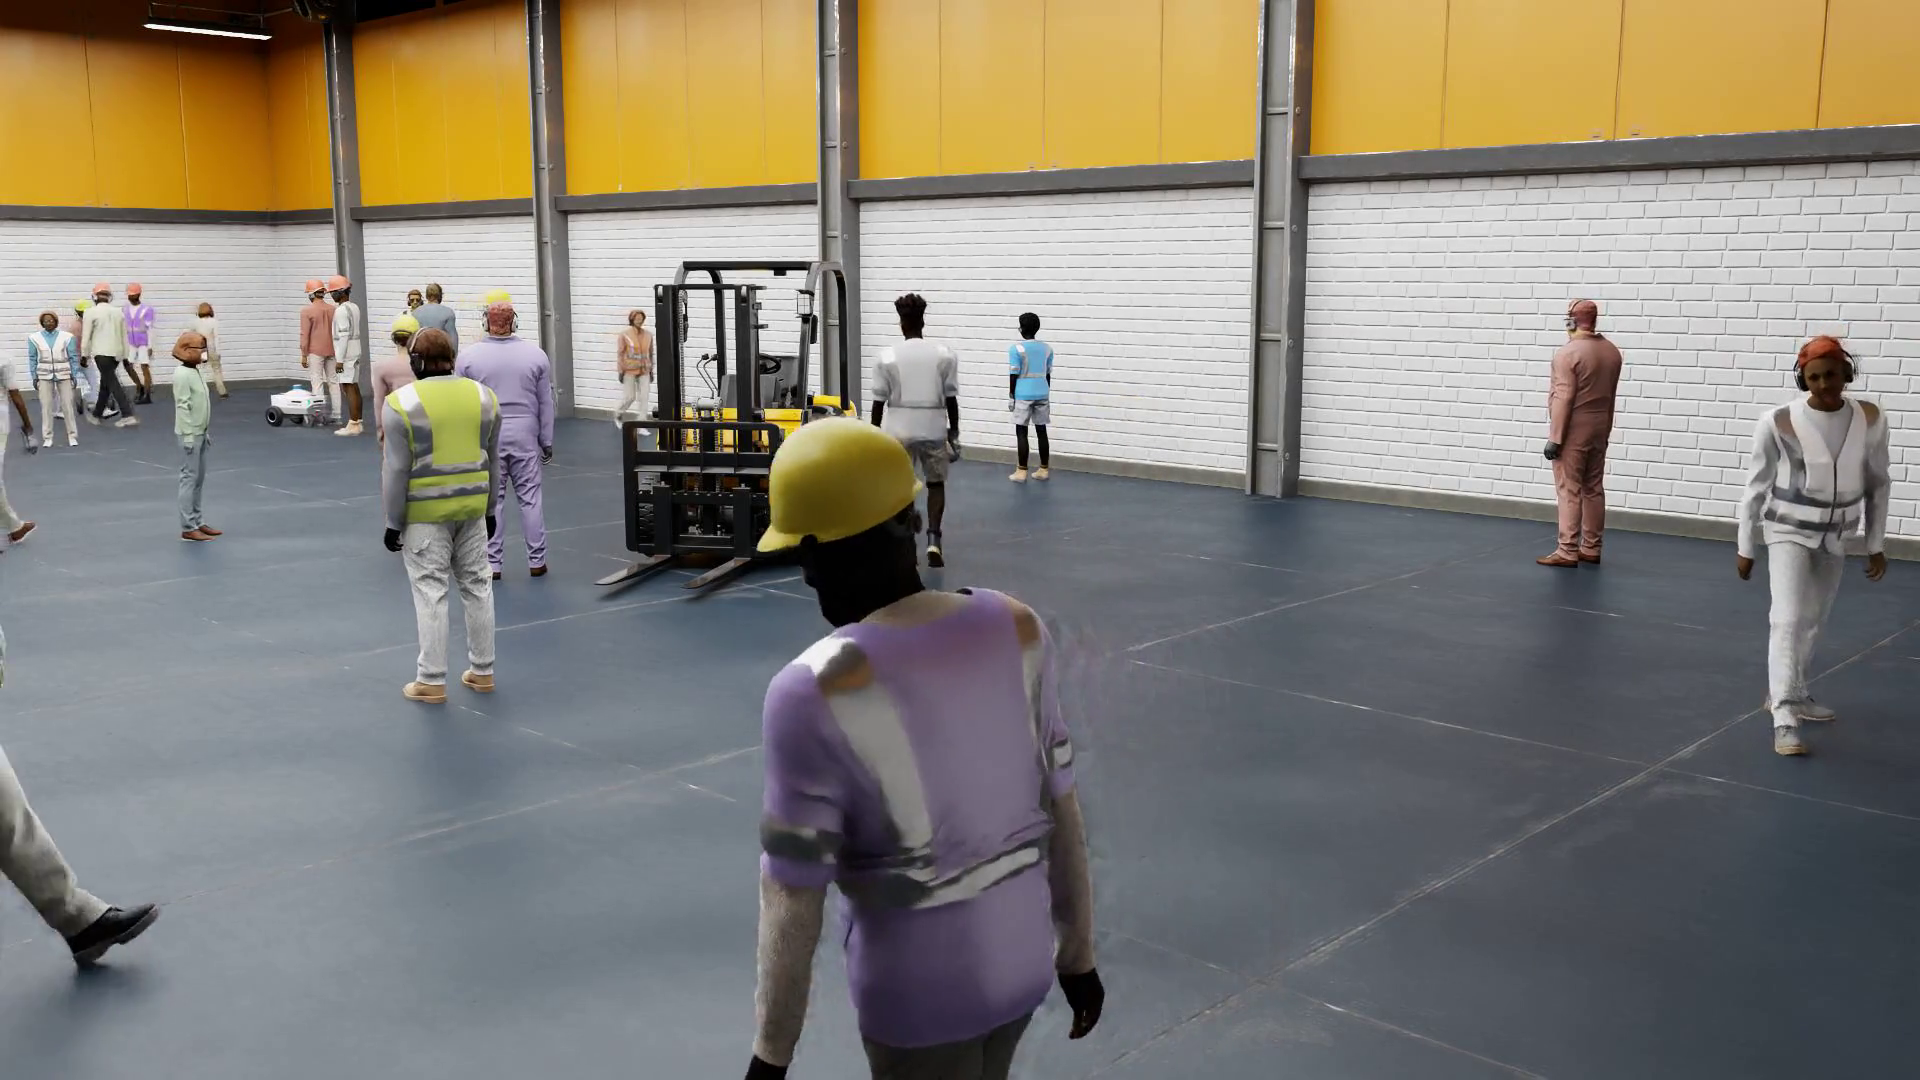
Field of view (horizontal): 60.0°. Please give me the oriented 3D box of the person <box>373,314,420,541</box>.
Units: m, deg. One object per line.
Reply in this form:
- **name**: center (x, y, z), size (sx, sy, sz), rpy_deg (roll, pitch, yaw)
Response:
- **person**: center (-4.292, -0.875, 13.016), size (0.532, 1.767, 0.327), rpy_deg (-1, 9, -5)

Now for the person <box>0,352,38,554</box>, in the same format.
- **person**: center (-7.220, -0.814, 12.478), size (0.562, 1.819, 0.963), rpy_deg (1, 9, 5)

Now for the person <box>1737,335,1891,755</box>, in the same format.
- **person**: center (3.821, 0.004, 7.499), size (0.619, 1.838, 0.816), rpy_deg (0, 9, -3)

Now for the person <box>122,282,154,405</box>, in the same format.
- **person**: center (-12.851, -3.068, 25.990), size (0.565, 1.919, 0.431), rpy_deg (2, 9, 10)

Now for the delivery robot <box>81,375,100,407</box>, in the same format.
- **delivery robot**: center (-12.769, -2.203, 24.573), size (0.477, 0.478, 0.707), rpy_deg (-4, 10, -23)

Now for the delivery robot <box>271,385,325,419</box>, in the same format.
- **delivery robot**: center (-8.915, -1.849, 22.407), size (0.707, 0.478, 0.477), rpy_deg (4, 10, 22)

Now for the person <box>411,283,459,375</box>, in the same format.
- **person**: center (-6.808, -2.368, 21.640), size (0.627, 1.941, 0.373), rpy_deg (2, 9, 12)

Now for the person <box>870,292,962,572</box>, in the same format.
- **person**: center (-0.309, -0.731, 11.536), size (0.641, 1.954, 0.397), rpy_deg (-1, 9, -7)

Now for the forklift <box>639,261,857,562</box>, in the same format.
- **forklift**: center (-1.552, -1.040, 12.721), size (1.214, 2.155, 2.313), rpy_deg (2, 9, 11)

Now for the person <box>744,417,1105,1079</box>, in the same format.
- **person**: center (-0.050, 0.734, 2.802), size (0.562, 1.878, 0.630), rpy_deg (9, 13, 43)

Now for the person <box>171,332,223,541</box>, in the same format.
- **person**: center (-5.994, -0.811, 13.032), size (0.268, 1.631, 0.507), rpy_deg (-2, 9, -9)

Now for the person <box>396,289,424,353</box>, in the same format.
- **person**: center (-7.309, -2.446, 22.404), size (0.506, 1.847, 0.343), rpy_deg (-4, 10, -25)

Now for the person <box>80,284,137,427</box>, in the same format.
- **person**: center (-11.490, -2.487, 22.445), size (1.036, 1.922, 0.599), rpy_deg (3, 10, 20)

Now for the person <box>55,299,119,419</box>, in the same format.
- **person**: center (-12.359, -2.531, 23.387), size (0.947, 1.688, 0.520), rpy_deg (1, 9, 7)

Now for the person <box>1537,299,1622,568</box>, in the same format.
- **person**: center (4.392, -0.755, 11.862), size (0.651, 1.903, 0.403), rpy_deg (-6, 11, -33)

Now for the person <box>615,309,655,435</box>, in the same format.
- **person**: center (-4.184, -2.147, 21.279), size (0.520, 1.619, 0.561), rpy_deg (-8, 12, -40)

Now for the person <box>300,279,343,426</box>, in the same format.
- **person**: center (-8.649, -2.531, 22.503), size (0.407, 1.987, 0.614), rpy_deg (6, 11, 32)

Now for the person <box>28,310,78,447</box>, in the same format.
- **person**: center (-10.801, -1.921, 19.845), size (0.506, 1.631, 0.311), rpy_deg (-4, 10, -25)

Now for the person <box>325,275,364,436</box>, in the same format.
- **person**: center (-7.806, -2.331, 21.113), size (0.381, 2.039, 0.606), rpy_deg (-1, 9, -6)

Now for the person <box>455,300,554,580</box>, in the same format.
- **person**: center (-3.117, -0.683, 11.409), size (0.649, 1.906, 0.402), rpy_deg (-4, 10, -22)

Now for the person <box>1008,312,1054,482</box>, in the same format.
- **person**: center (0.704, -1.424, 16.612), size (0.535, 1.691, 0.319), rpy_deg (-6, 11, -34)

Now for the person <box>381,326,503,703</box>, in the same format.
- **person**: center (-2.553, -0.123, 8.182), size (0.429, 1.843, 0.622), rpy_deg (9, 13, 43)

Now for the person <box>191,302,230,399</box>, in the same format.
- **person**: center (-12.161, -3.036, 26.837), size (0.509, 1.585, 0.859), rpy_deg (1, 9, 4)

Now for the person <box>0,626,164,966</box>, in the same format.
- **person**: center (-2.863, 0.464, 4.747), size (0.935, 1.781, 0.620), rpy_deg (-3, 10, -18)

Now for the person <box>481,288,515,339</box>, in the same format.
- **person**: center (-5.066, -1.783, 18.135), size (0.720, 1.908, 0.598), rpy_deg (-1, 9, -6)
